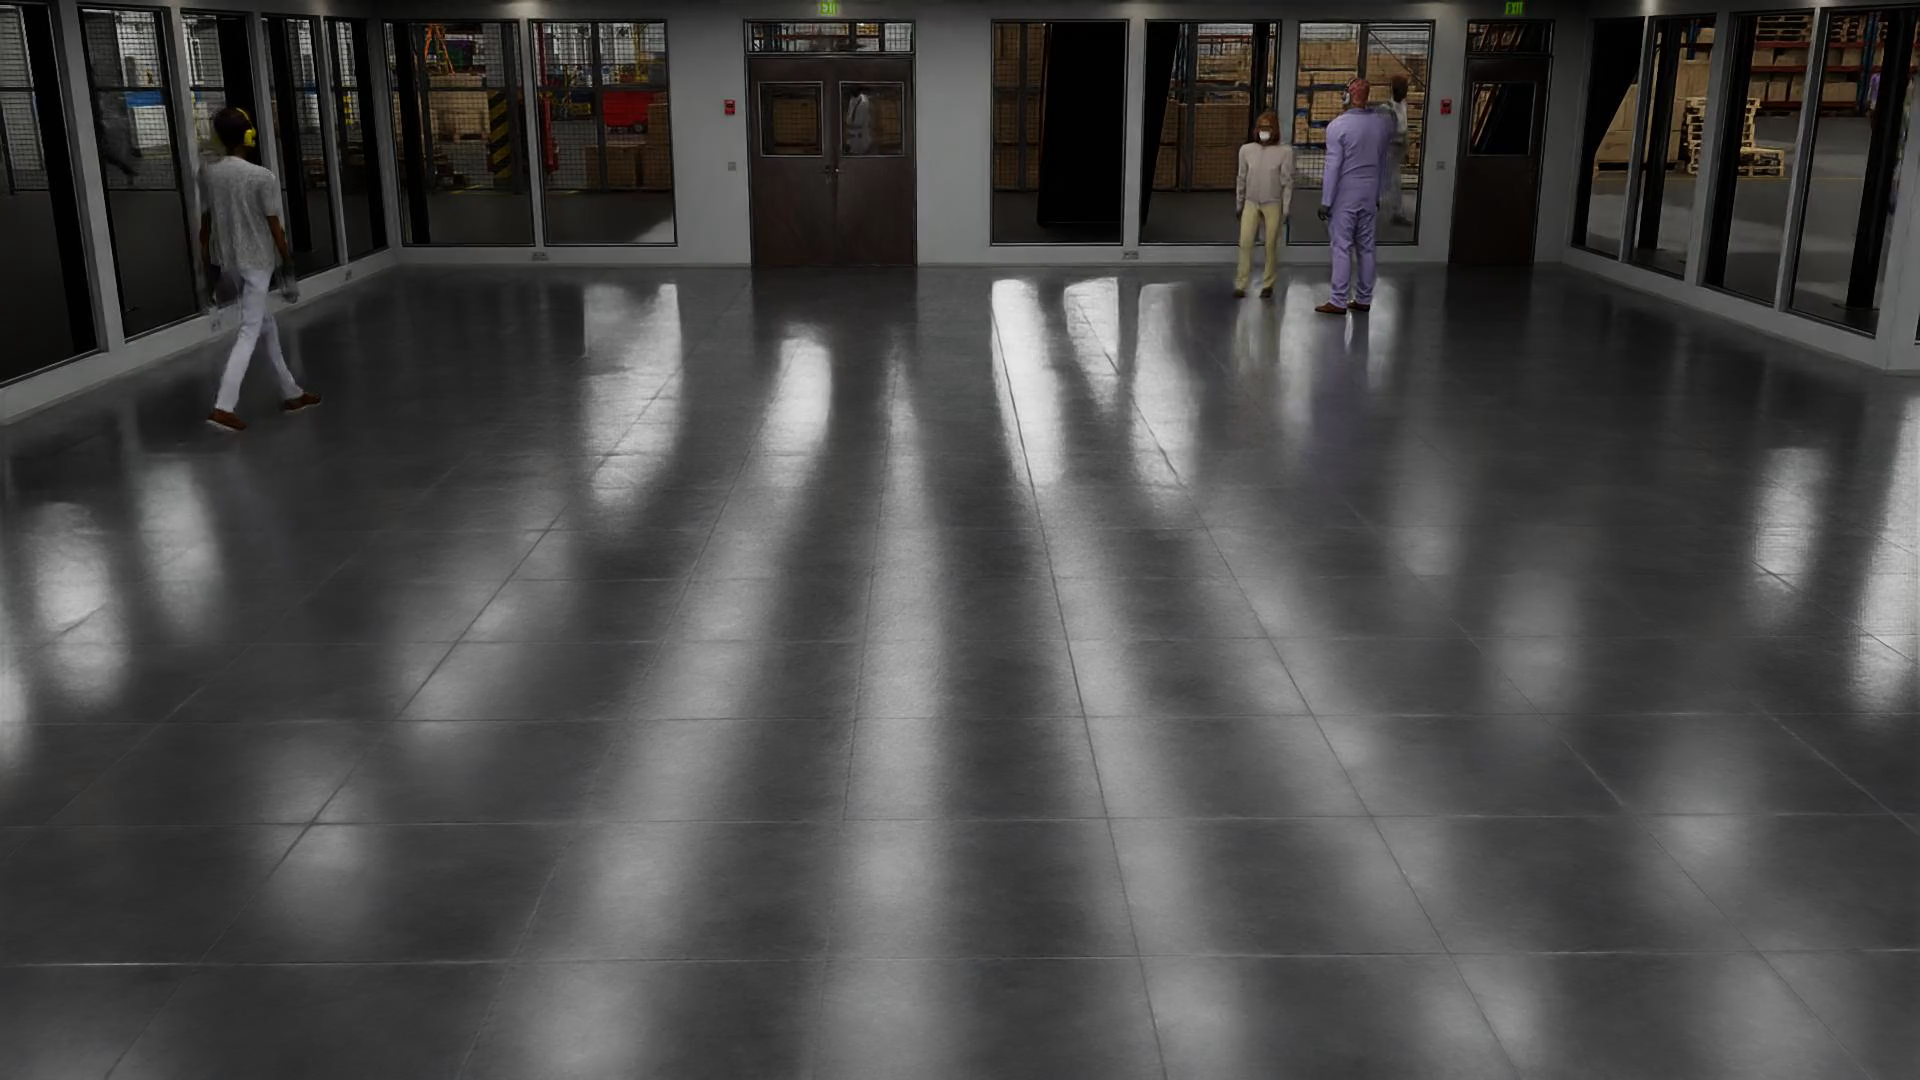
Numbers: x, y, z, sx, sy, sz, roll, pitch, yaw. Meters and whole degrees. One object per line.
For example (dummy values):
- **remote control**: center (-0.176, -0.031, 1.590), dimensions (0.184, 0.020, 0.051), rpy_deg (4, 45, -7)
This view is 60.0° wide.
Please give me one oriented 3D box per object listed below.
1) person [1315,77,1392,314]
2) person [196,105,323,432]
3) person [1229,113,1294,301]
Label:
- **person**: center (3.208, -2.820, 13.699), dimensions (0.643, 1.910, 0.400), rpy_deg (-9, 19, -27)
- **person**: center (-4.100, -1.561, 9.576), dimensions (0.533, 1.831, 0.990), rpy_deg (6, 17, 18)
- **person**: center (2.578, -2.840, 14.286), dimensions (0.520, 1.594, 0.774), rpy_deg (7, 18, 24)
